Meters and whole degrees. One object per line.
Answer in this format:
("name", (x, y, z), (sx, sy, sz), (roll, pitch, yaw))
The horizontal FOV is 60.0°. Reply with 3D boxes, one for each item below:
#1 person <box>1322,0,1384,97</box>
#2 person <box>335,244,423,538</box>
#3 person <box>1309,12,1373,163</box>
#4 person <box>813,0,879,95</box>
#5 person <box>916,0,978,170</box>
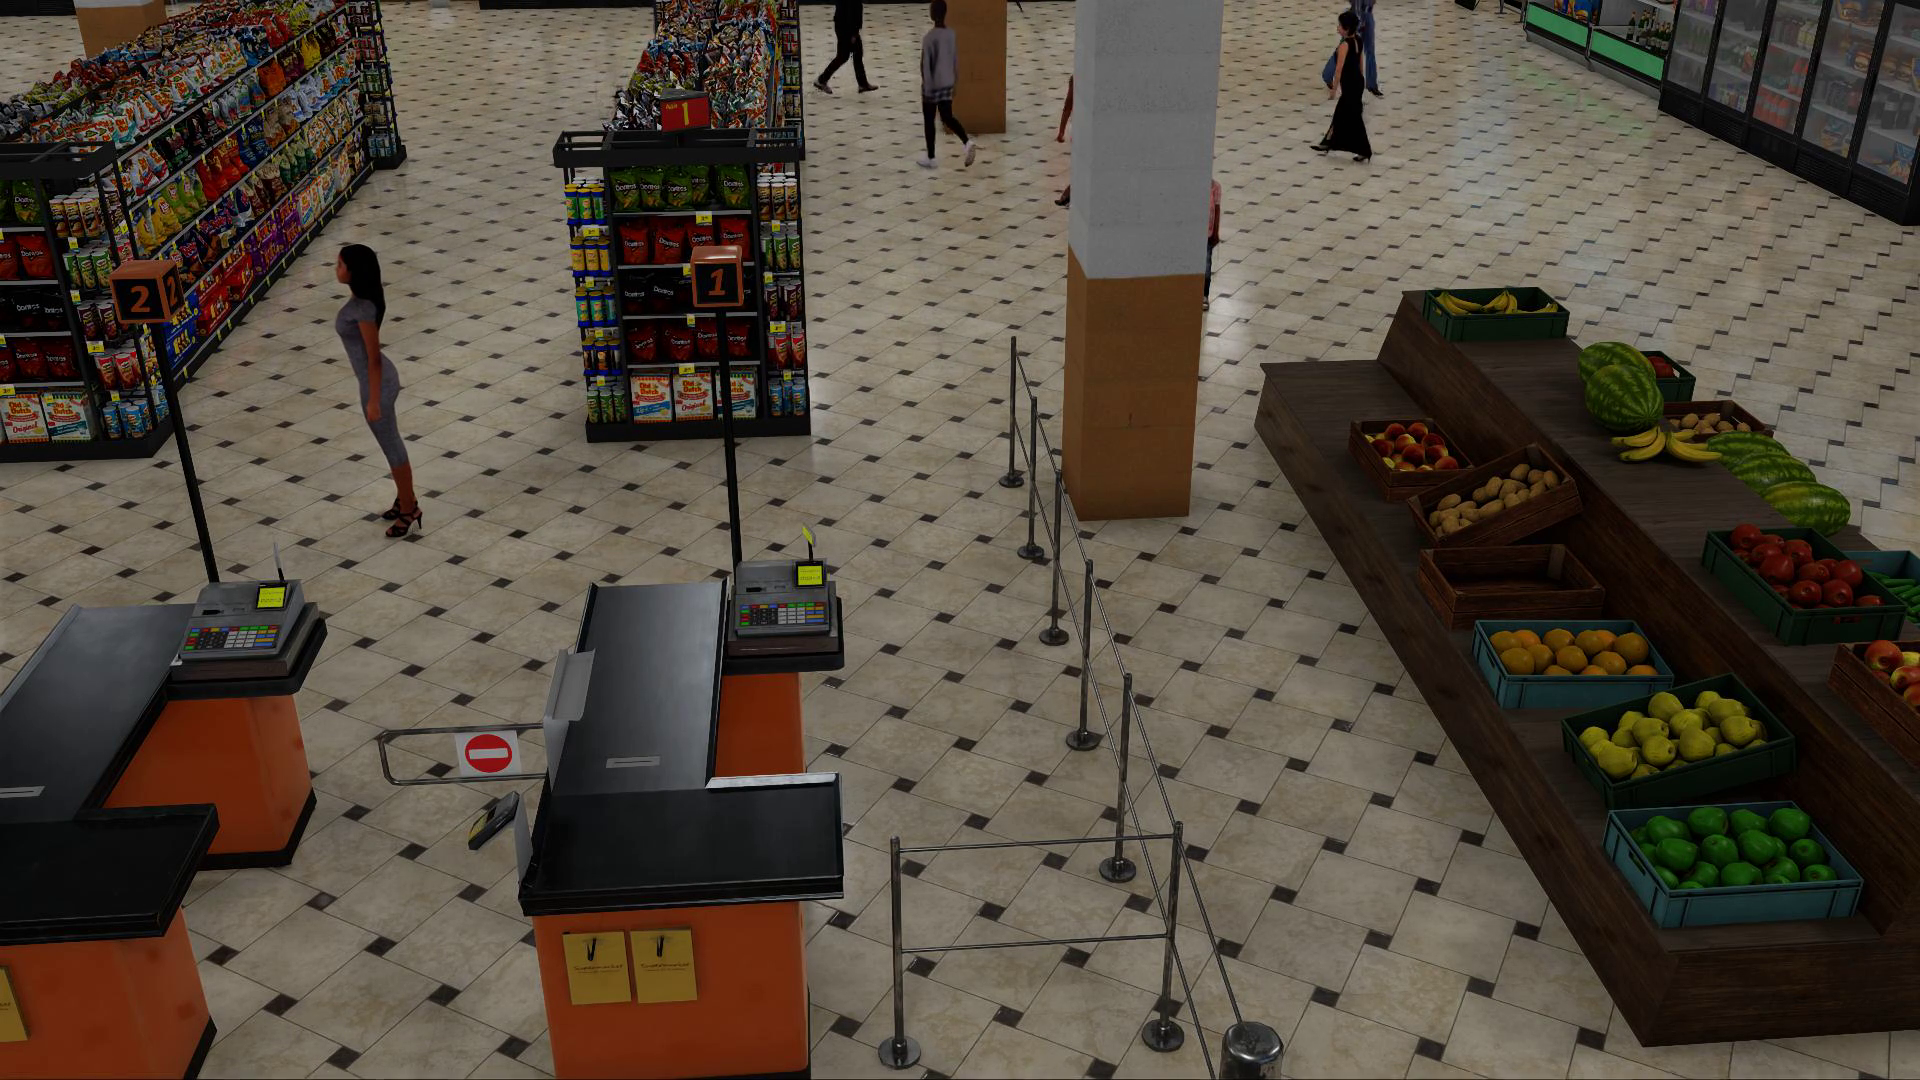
("person", (4.916, -6.466, 20.854), (1.028, 1.746, 1.221), (-20, 33, -34))
("person", (-3.416, -0.875, 9.792), (0.679, 1.781, 0.525), (-8, 28, -15))
("person", (4.254, -4.813, 17.804), (0.991, 1.557, 0.983), (21, 33, 35))
("person", (-1.491, -6.362, 20.828), (0.808, 1.584, 1.052), (-6, 27, -11))
("person", (-0.154, -4.743, 17.446), (1.109, 1.756, 1.021), (23, 35, 37))
